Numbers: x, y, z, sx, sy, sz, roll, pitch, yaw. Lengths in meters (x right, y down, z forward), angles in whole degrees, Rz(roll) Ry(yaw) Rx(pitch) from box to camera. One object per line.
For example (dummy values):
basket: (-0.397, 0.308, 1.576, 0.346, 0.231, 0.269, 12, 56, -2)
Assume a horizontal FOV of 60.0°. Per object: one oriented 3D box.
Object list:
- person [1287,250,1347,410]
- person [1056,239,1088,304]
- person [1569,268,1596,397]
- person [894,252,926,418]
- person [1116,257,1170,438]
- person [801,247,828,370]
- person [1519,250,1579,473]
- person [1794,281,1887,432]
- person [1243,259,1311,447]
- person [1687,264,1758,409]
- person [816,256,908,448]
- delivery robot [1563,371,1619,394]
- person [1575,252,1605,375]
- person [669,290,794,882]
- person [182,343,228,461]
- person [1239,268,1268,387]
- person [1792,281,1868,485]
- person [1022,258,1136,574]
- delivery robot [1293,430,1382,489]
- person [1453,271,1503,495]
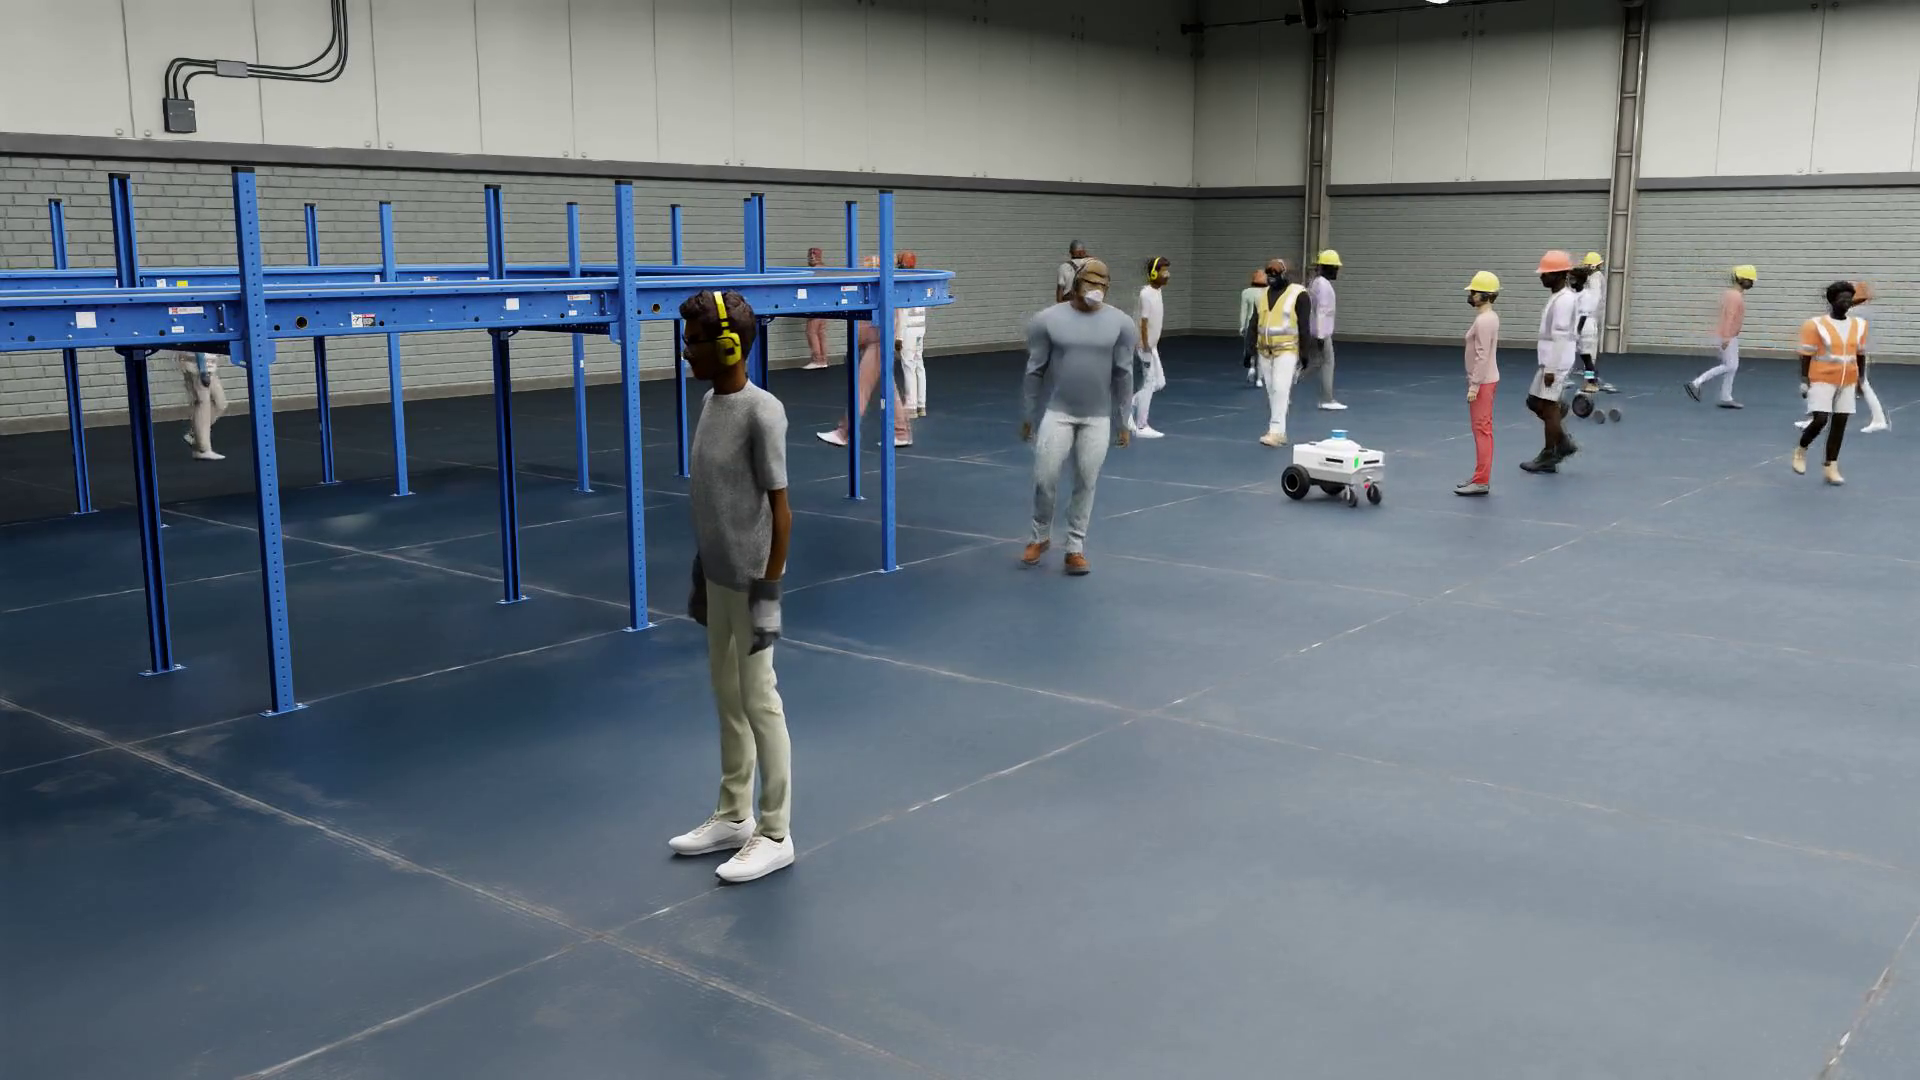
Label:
person: (4.246, -2.513, 19.900, 0.754, 1.909, 0.597, 1, 10, 6)
person: (1.833, -3.639, 25.880, 0.705, 2.000, 0.539, -1, 10, -6)
person: (7.854, -2.664, 21.399, 0.853, 1.650, 0.542, -1, 10, -4)
person: (-0.573, -2.343, 19.013, 0.337, 1.883, 0.584, 5, 11, 25)
person: (1.920, -1.975, 17.090, 0.486, 1.842, 0.587, 4, 11, 19)
person: (-2.256, -3.624, 26.077, 0.397, 1.899, 0.662, 2, 11, 13)
person: (5.149, -1.546, 14.468, 0.401, 1.925, 0.578, 2, 10, 13)
person: (9.421, -1.937, 17.590, 0.872, 1.586, 0.519, 9, 13, 39)
person: (3.031, -1.828, 16.316, 0.712, 1.823, 0.659, -9, 14, -41)
person: (9.247, -2.460, 20.097, 0.617, 1.736, 0.530, 6, 12, 30)
person: (-0.939, -1.812, 16.155, 0.949, 1.859, 0.654, -1, 10, -6)
delivery robot: (7.105, -1.793, 18.789, 0.335, 0.223, 0.698, -6, 12, -29)
person: (9.516, -3.417, 25.113, 0.404, 1.828, 0.600, 4, 11, 23)
person: (-0.722, 0.144, 5.295, 0.331, 1.865, 0.519, -7, 12, -33)
person: (-6.951, -1.544, 15.298, 0.355, 1.631, 0.514, -3, 11, -14)
person: (4.120, -2.930, 22.978, 0.516, 1.625, 0.383, 1, 10, 8)
person: (7.268, -1.313, 13.862, 0.536, 1.688, 0.392, -1, 10, -3)
person: (0.725, -0.748, 10.120, 0.675, 1.913, 0.484, 0, 10, 1)
delivery robot: (2.949, -0.618, 12.996, 0.477, 0.478, 0.707, -7, 12, -34)
person: (4.147, -1.250, 13.280, 0.300, 1.772, 0.524, 4, 11, 22)
